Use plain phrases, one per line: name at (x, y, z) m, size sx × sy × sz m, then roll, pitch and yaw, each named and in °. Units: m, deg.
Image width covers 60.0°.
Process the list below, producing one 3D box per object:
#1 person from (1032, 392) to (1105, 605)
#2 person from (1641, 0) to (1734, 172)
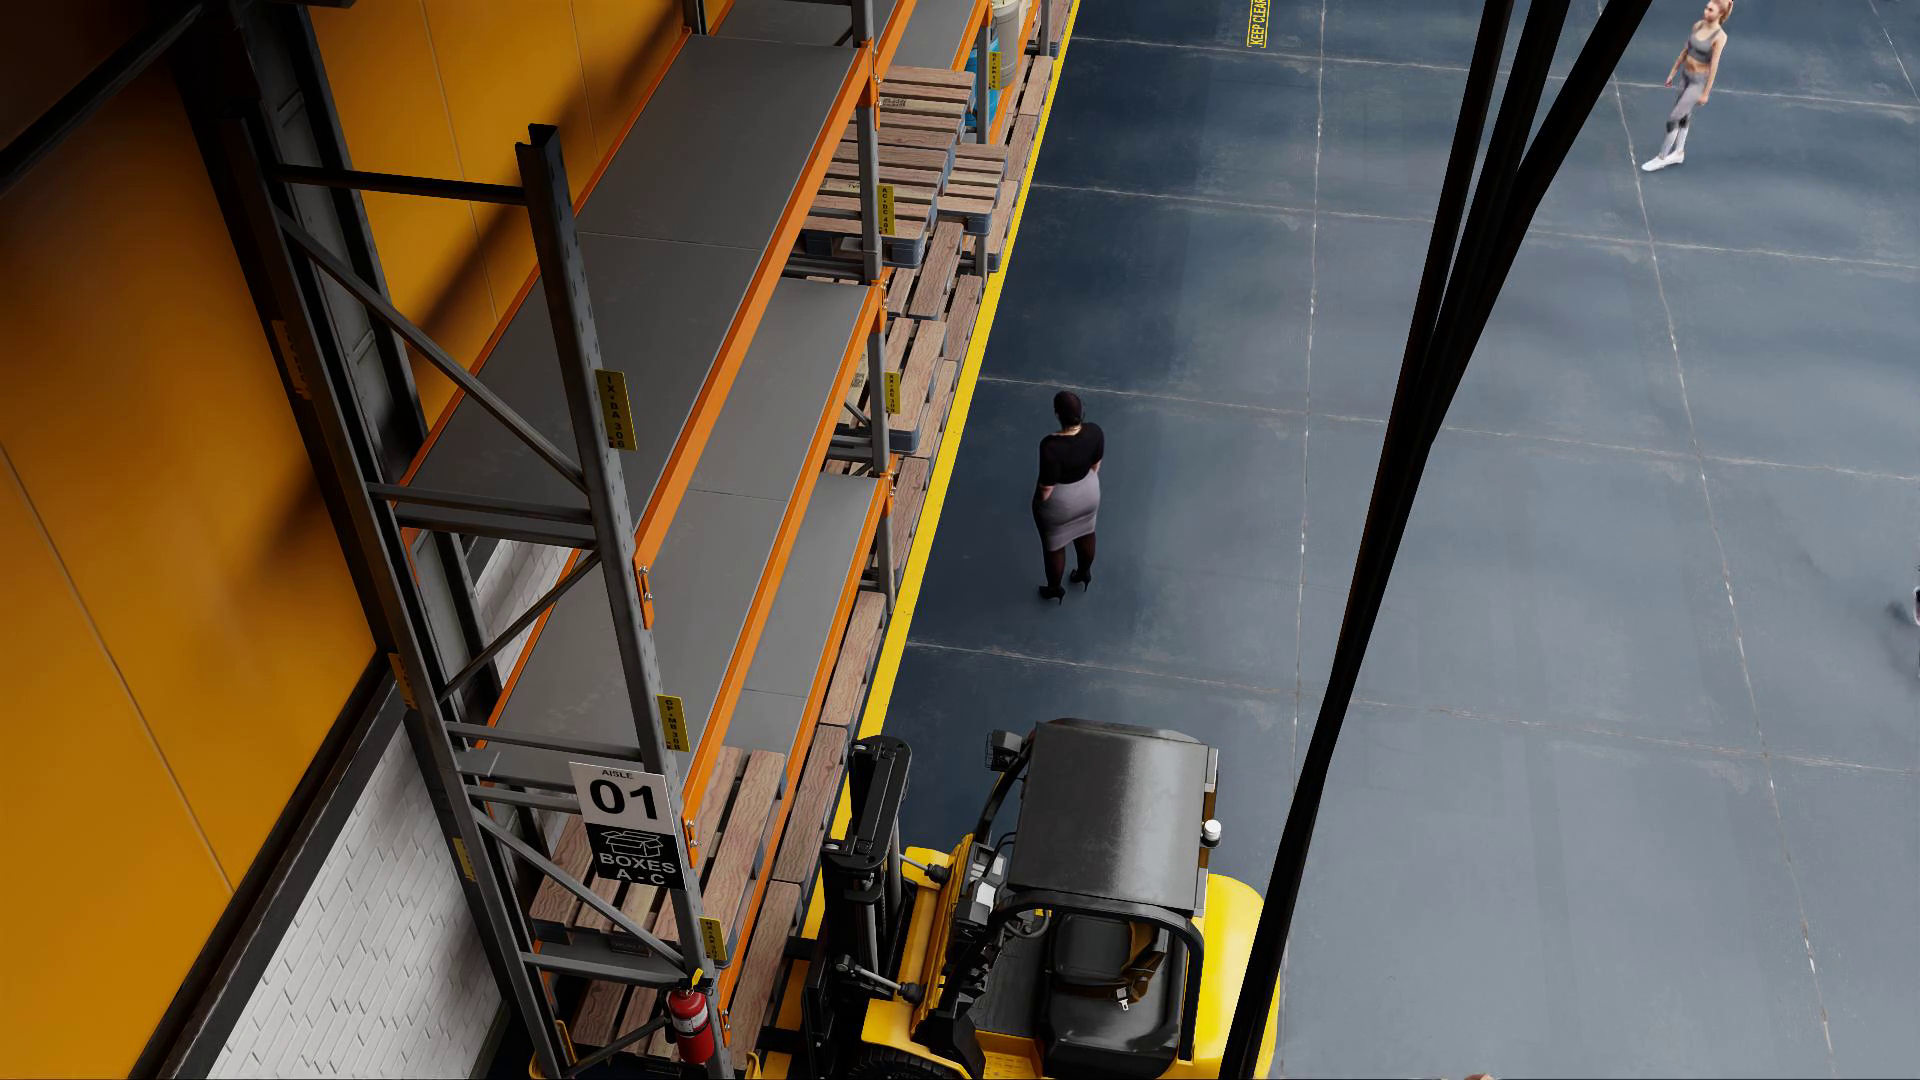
person at (0.736, -0.275, 11.227) m, size 0.775 × 1.757 × 0.825 m, roll -23°, pitch 48°, yaw -22°
person at (6.876, -4.243, 15.437) m, size 0.814 × 1.694 × 0.795 m, roll -11°, pitch 45°, yaw -11°
